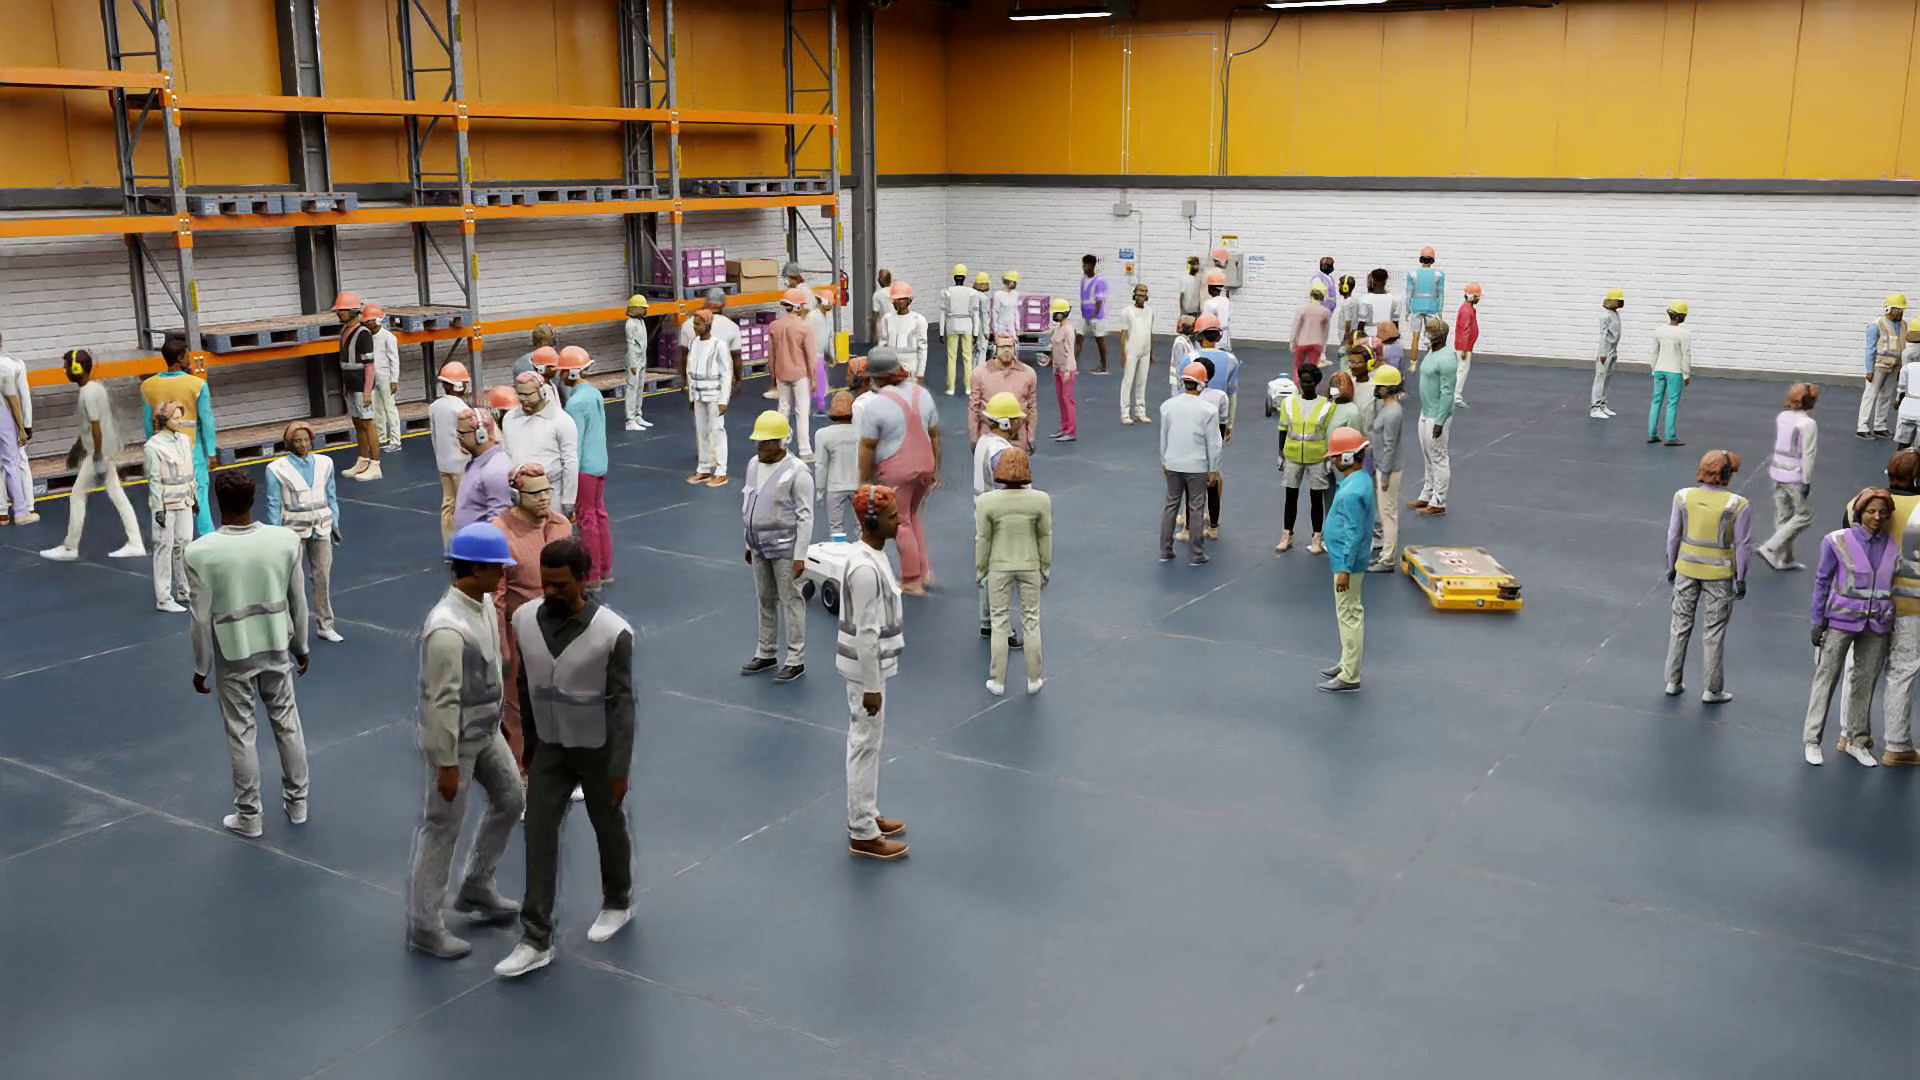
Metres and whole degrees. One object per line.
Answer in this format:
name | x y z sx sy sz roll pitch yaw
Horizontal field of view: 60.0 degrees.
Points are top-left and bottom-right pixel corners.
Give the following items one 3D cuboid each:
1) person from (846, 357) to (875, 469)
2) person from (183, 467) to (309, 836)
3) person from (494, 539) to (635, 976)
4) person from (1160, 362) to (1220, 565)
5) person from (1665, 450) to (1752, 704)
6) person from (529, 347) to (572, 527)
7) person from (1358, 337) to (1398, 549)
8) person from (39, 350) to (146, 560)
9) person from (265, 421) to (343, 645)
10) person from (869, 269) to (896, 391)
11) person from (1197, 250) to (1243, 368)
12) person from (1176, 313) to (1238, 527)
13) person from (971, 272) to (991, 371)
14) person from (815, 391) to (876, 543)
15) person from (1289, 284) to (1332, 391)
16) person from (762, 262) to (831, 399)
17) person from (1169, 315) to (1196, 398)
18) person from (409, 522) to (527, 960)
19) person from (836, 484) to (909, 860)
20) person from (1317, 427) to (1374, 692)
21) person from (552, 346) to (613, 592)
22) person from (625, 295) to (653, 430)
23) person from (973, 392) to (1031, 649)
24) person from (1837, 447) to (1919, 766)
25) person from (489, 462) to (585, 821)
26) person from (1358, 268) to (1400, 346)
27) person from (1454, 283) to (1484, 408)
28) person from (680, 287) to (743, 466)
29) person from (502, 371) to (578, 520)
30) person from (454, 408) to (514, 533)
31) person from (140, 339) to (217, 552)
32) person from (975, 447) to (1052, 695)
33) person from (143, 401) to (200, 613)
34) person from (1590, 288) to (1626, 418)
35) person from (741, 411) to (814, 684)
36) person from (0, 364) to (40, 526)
person | -0.785 -0.547 13.523 0.345 1.882 0.584 3 13 13
person | -3.644 0.578 8.568 0.597 1.917 0.378 -12 18 -43
person | -1.699 0.927 7.135 0.618 1.872 0.908 4 14 18
person | 1.987 -0.662 14.342 0.564 1.741 0.375 9 16 34
person | 4.790 0.232 10.680 0.311 1.638 0.522 -12 17 -41
person | -3.813 -0.918 15.422 0.334 1.749 0.571 0 13 2
person | 3.632 -0.862 14.852 0.404 1.903 0.636 -1 13 -4
person | -7.601 -0.722 14.402 0.912 1.824 0.514 -3 13 -14
person | -4.662 -0.038 11.853 0.311 1.638 0.523 11 17 41
person | -1.091 -3.121 24.796 0.562 1.836 0.414 -8 15 -31
person | 4.302 -3.800 27.466 0.921 1.955 0.627 -5 14 -21
person | 2.307 -1.125 15.716 0.615 2.030 0.409 -5 14 -21
person | 0.330 -3.186 25.278 0.300 1.745 0.483 -5 14 -21
person | -0.914 -0.383 13.361 0.499 1.632 0.285 -3 13 -11
person | 4.905 -2.726 23.345 0.584 1.719 0.561 1 13 2
person | -2.348 -3.070 24.124 1.069 2.000 0.681 -12 17 -41
person | 2.634 -1.845 19.710 0.313 1.634 0.514 4 14 18
person | -2.197 0.862 7.353 0.569 1.908 0.686 0 13 -1
person | -0.440 0.648 8.341 0.359 1.882 0.575 0 13 -1
person | 2.523 0.126 10.912 0.344 1.739 0.575 4 14 16
person | -3.040 -0.572 13.409 0.407 1.987 0.614 1 13 6
person | -4.134 -2.284 21.393 0.342 1.735 0.484 2 13 7
person | 0.304 -0.142 11.872 0.403 1.835 0.589 -3 13 -14
person | 5.395 0.378 9.604 0.429 1.845 0.621 -6 14 -26
person | -2.233 0.525 8.823 0.403 1.906 0.651 7 15 29
person | 5.762 -2.773 22.993 0.606 1.967 0.367 -1 13 -6
person | 7.088 -2.720 23.262 0.377 1.741 0.572 4 14 16
person | -2.807 -1.902 19.056 0.697 2.000 0.840 2 13 10
person | -3.192 -0.329 12.537 0.651 1.902 0.410 5 14 20
person | -3.052 0.087 10.751 0.397 1.900 0.649 -6 14 -26
person | -6.779 -0.785 14.485 0.590 1.917 0.397 0 13 1
person | 0.347 0.205 10.811 0.497 1.633 0.283 -1 13 -4
person | -6.071 -0.260 12.843 0.318 1.631 0.514 2 13 9
person | 8.746 -2.520 22.386 0.312 1.743 0.493 11 17 39
person | -1.239 0.042 11.087 0.586 1.830 0.403 11 17 41
person | -9.127 -1.047 15.776 0.504 1.847 0.345 1 13 2
